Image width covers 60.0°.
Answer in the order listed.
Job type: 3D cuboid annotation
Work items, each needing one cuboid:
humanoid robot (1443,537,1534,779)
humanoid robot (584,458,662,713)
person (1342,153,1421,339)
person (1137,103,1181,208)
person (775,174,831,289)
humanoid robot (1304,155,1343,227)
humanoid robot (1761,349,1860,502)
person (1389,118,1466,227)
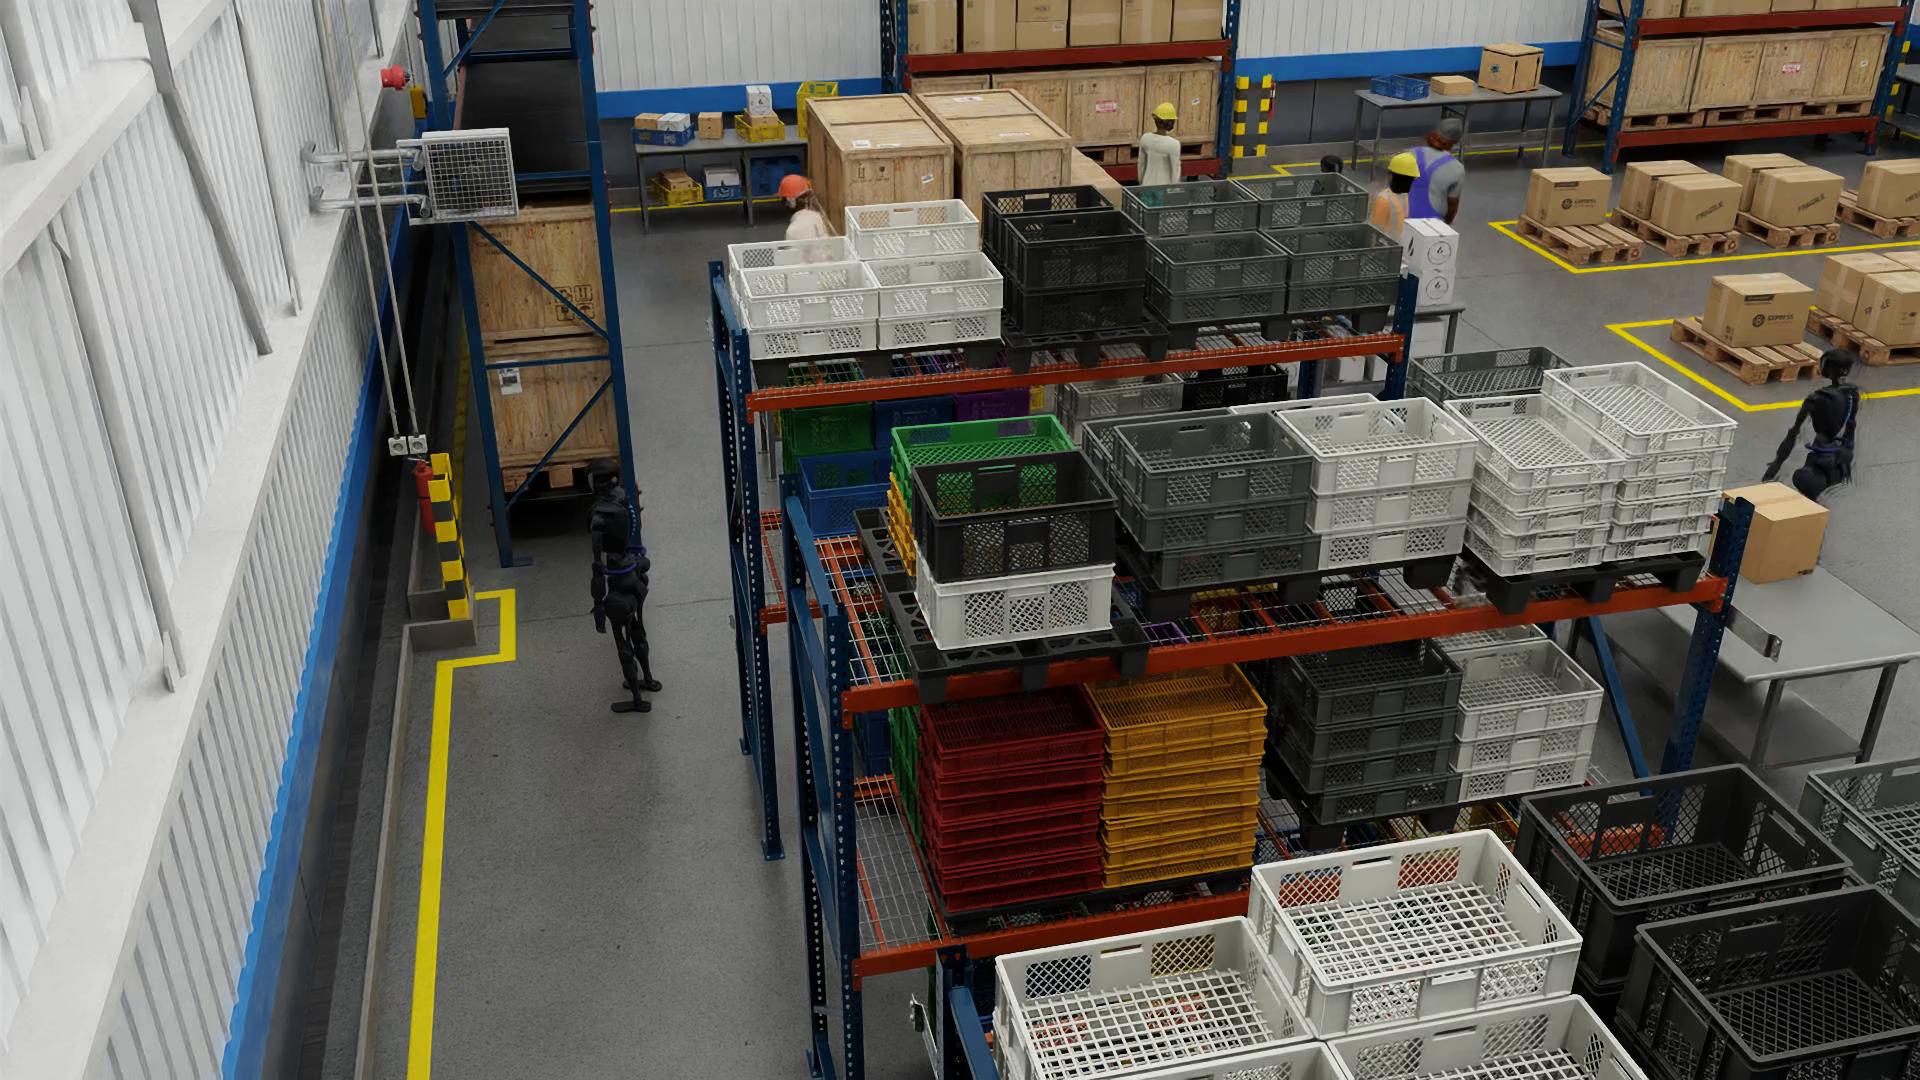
[{"bbox_3d":[3.067,0.610,9.450,0.635,1.637,0.782,-15,31,-26],"label":"humanoid robot"},{"bbox_3d":[-2.061,0.260,10.045,0.344,1.653,0.566,5,28,9],"label":"humanoid robot"},{"bbox_3d":[3.993,-2.624,15.299,0.890,1.875,0.598,15,31,26],"label":"person"},{"bbox_3d":[2.088,-3.687,17.438,0.524,1.765,0.326,24,36,38],"label":"person"},{"bbox_3d":[-1.231,-2.170,14.364,0.828,1.955,0.625,8,29,14],"label":"person"},{"bbox_3d":[3.468,-2.902,16.038,0.368,1.648,0.666,3,28,6],"label":"humanoid robot"},{"bbox_3d":[5.952,-0.549,11.592,0.603,1.638,0.623,-15,31,-26],"label":"humanoid robot"},{"bbox_3d":[4.478,-3.138,16.102,0.857,2.000,0.712,-24,36,-38],"label":"person"}]
